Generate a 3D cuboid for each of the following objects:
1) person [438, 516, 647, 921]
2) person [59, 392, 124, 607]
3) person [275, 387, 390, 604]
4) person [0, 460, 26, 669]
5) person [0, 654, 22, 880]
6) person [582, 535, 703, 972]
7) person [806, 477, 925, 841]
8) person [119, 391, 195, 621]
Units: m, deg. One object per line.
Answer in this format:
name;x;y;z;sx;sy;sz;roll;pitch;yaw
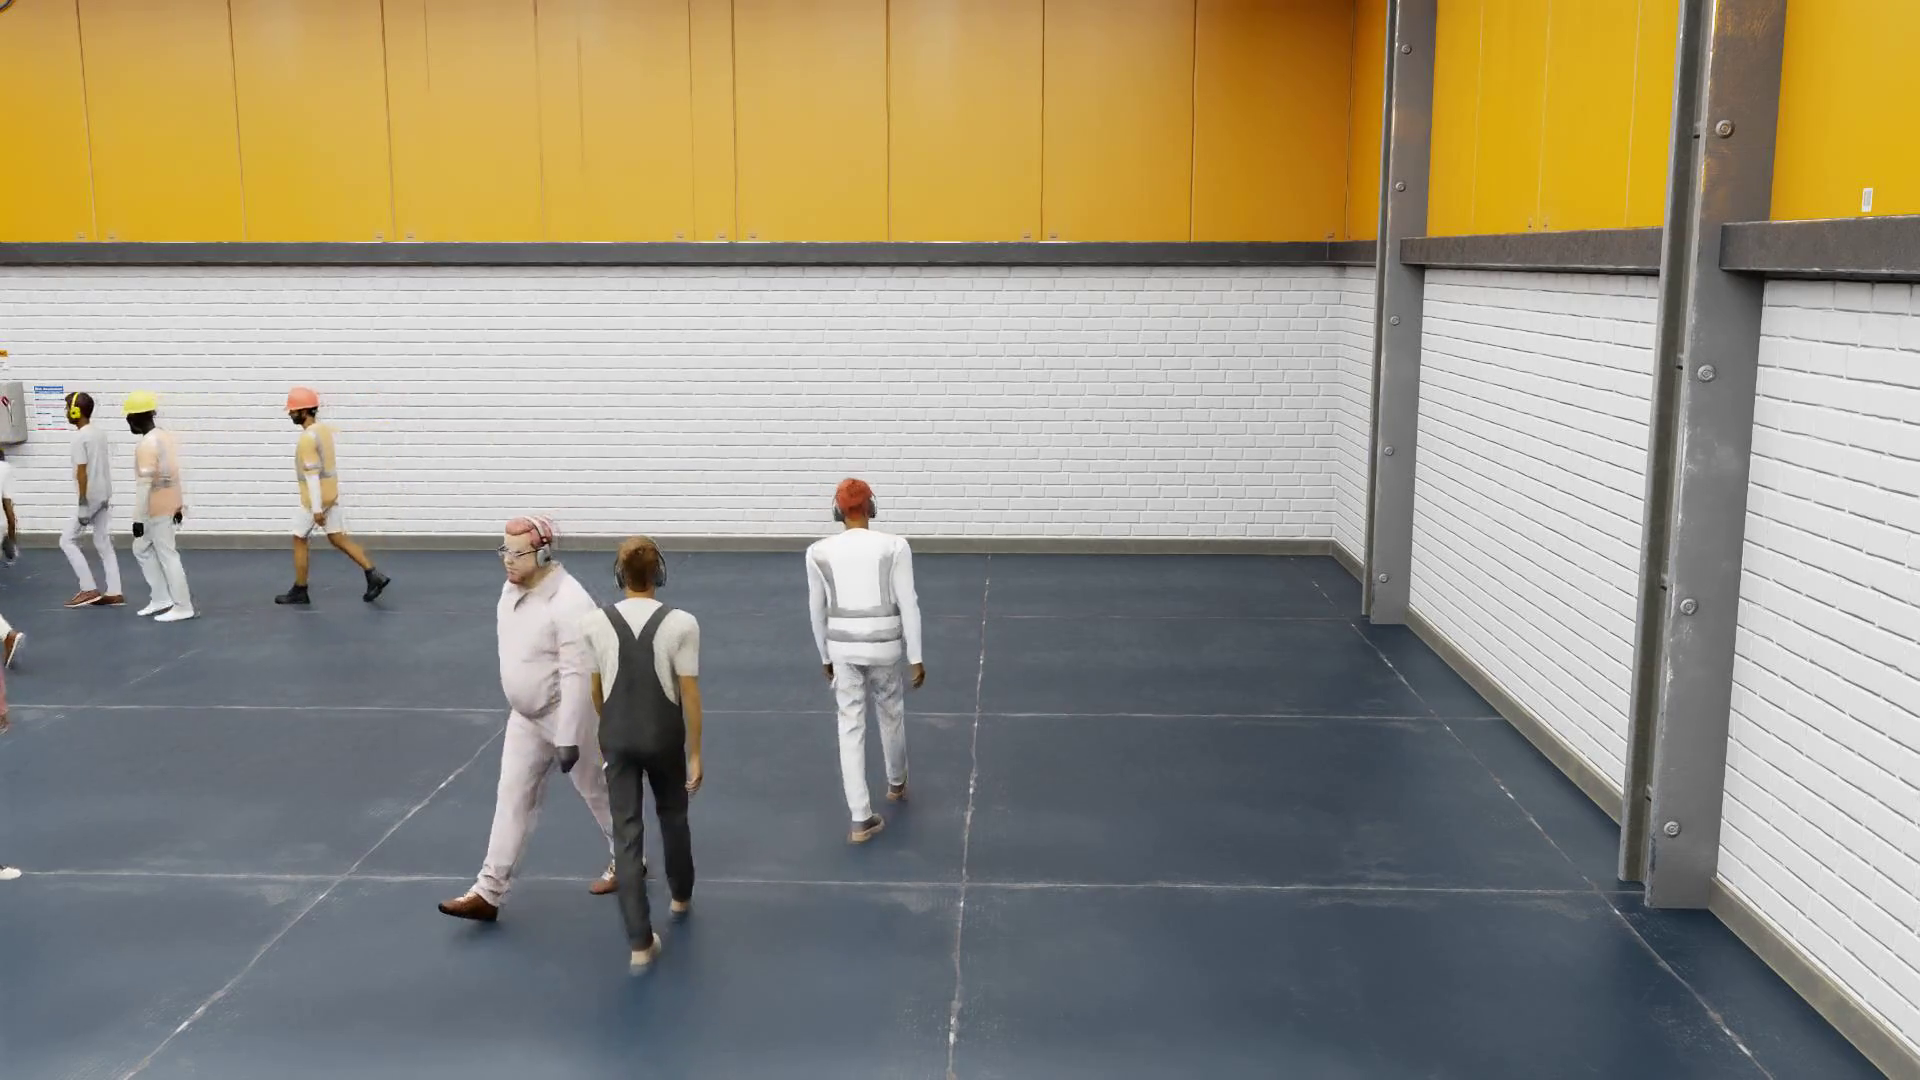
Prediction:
person;-1.883;0.797;7.537;0.659;1.843;1.055;8;13;40
person;-7.463;-0.333;14.154;0.599;1.848;0.554;0;10;0
person;-5.429;-0.372;14.250;0.934;1.901;0.552;0;10;2
person;-7.068;0.030;12.035;0.721;1.848;0.530;5;11;27
person;-4.719;0.837;7.690;0.415;1.720;0.600;8;13;39
person;-1.354;0.871;7.229;0.502;1.800;0.900;-1;10;-4
person;-0.476;0.587;8.806;0.640;1.831;0.964;1;10;5
person;-6.607;-0.262;13.560;0.636;1.901;0.620;-2;10;-13
